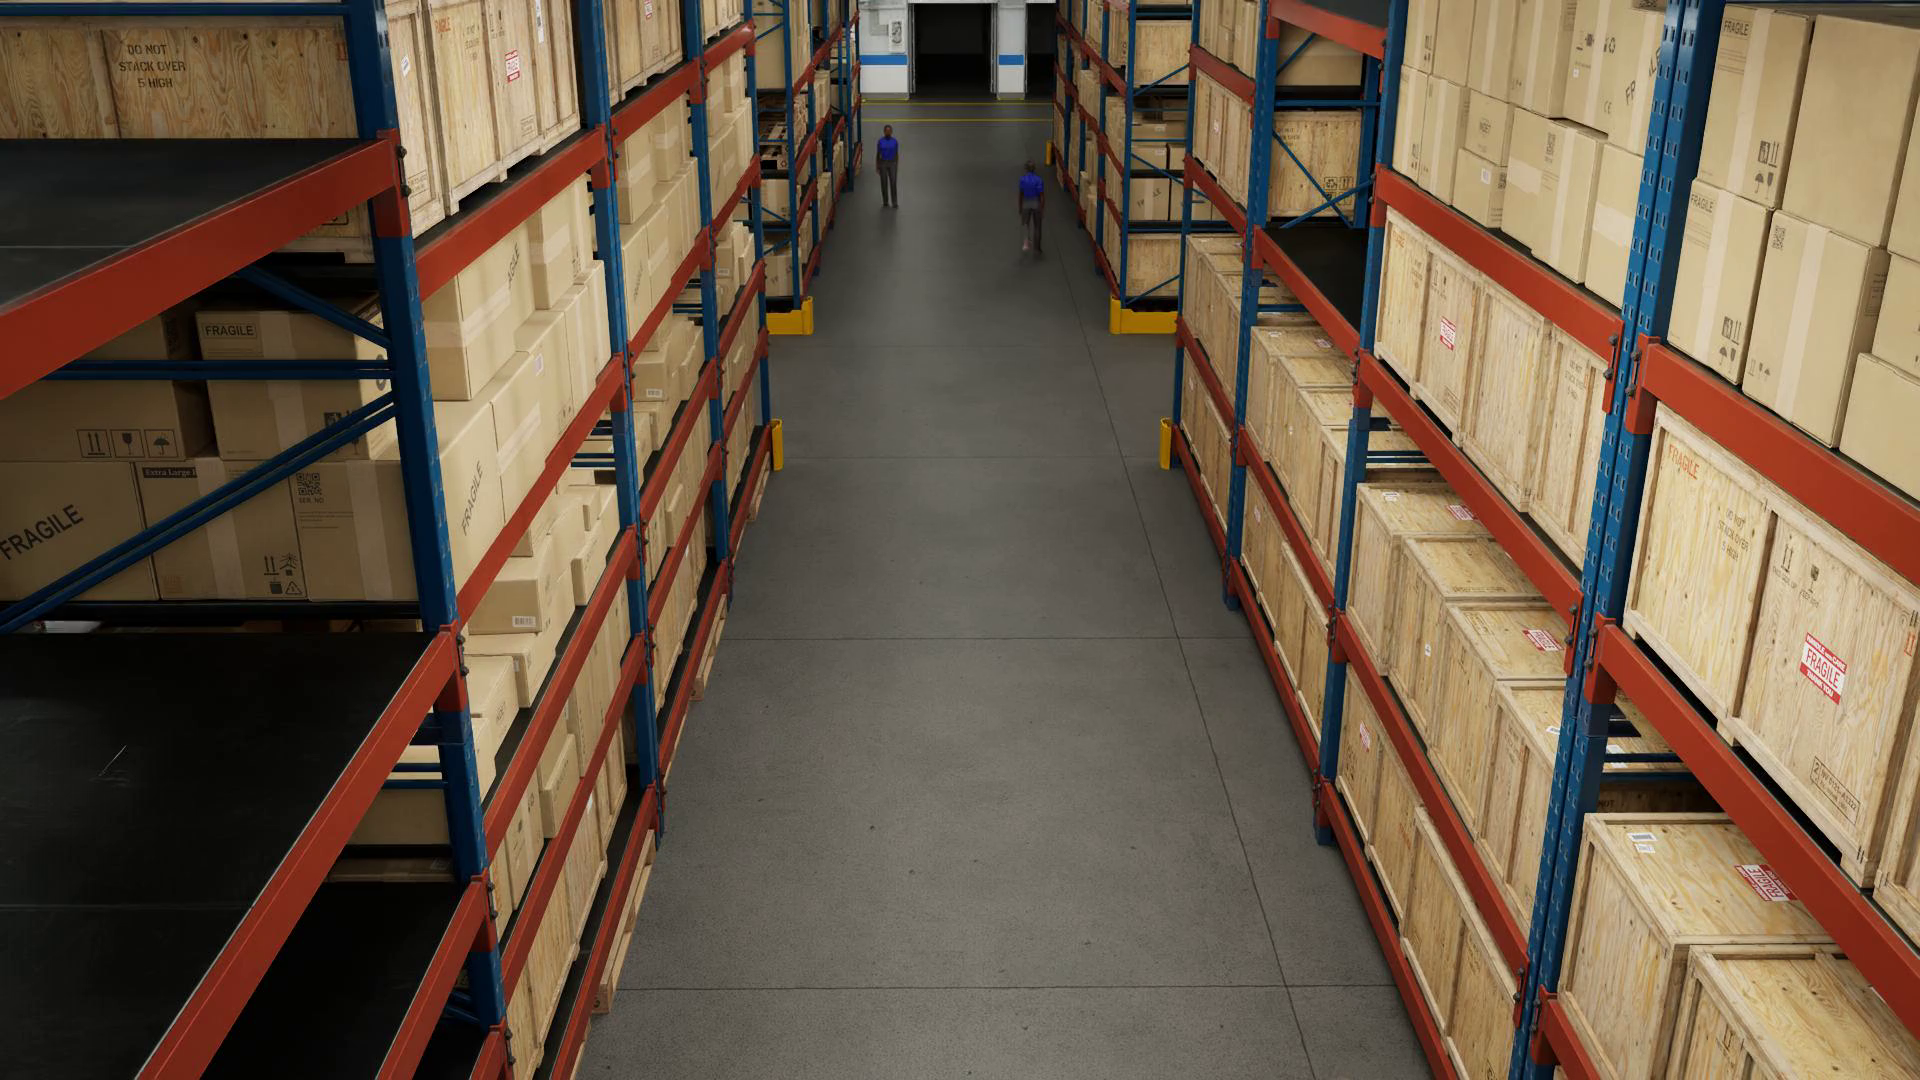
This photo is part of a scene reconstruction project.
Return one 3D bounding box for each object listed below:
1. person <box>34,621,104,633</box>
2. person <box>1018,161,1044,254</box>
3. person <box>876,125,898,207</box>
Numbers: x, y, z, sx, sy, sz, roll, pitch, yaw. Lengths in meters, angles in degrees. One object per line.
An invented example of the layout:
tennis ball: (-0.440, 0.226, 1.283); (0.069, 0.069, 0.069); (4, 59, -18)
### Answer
person: (-6.760, 0.662, 12.747); (0.596, 1.783, 0.393); (0, 22, -1)
person: (1.265, -5.900, 29.596); (0.472, 1.654, 0.548); (4, 22, 10)
person: (-1.483, -7.627, 34.002); (0.453, 1.643, 0.764); (-1, 22, -3)
